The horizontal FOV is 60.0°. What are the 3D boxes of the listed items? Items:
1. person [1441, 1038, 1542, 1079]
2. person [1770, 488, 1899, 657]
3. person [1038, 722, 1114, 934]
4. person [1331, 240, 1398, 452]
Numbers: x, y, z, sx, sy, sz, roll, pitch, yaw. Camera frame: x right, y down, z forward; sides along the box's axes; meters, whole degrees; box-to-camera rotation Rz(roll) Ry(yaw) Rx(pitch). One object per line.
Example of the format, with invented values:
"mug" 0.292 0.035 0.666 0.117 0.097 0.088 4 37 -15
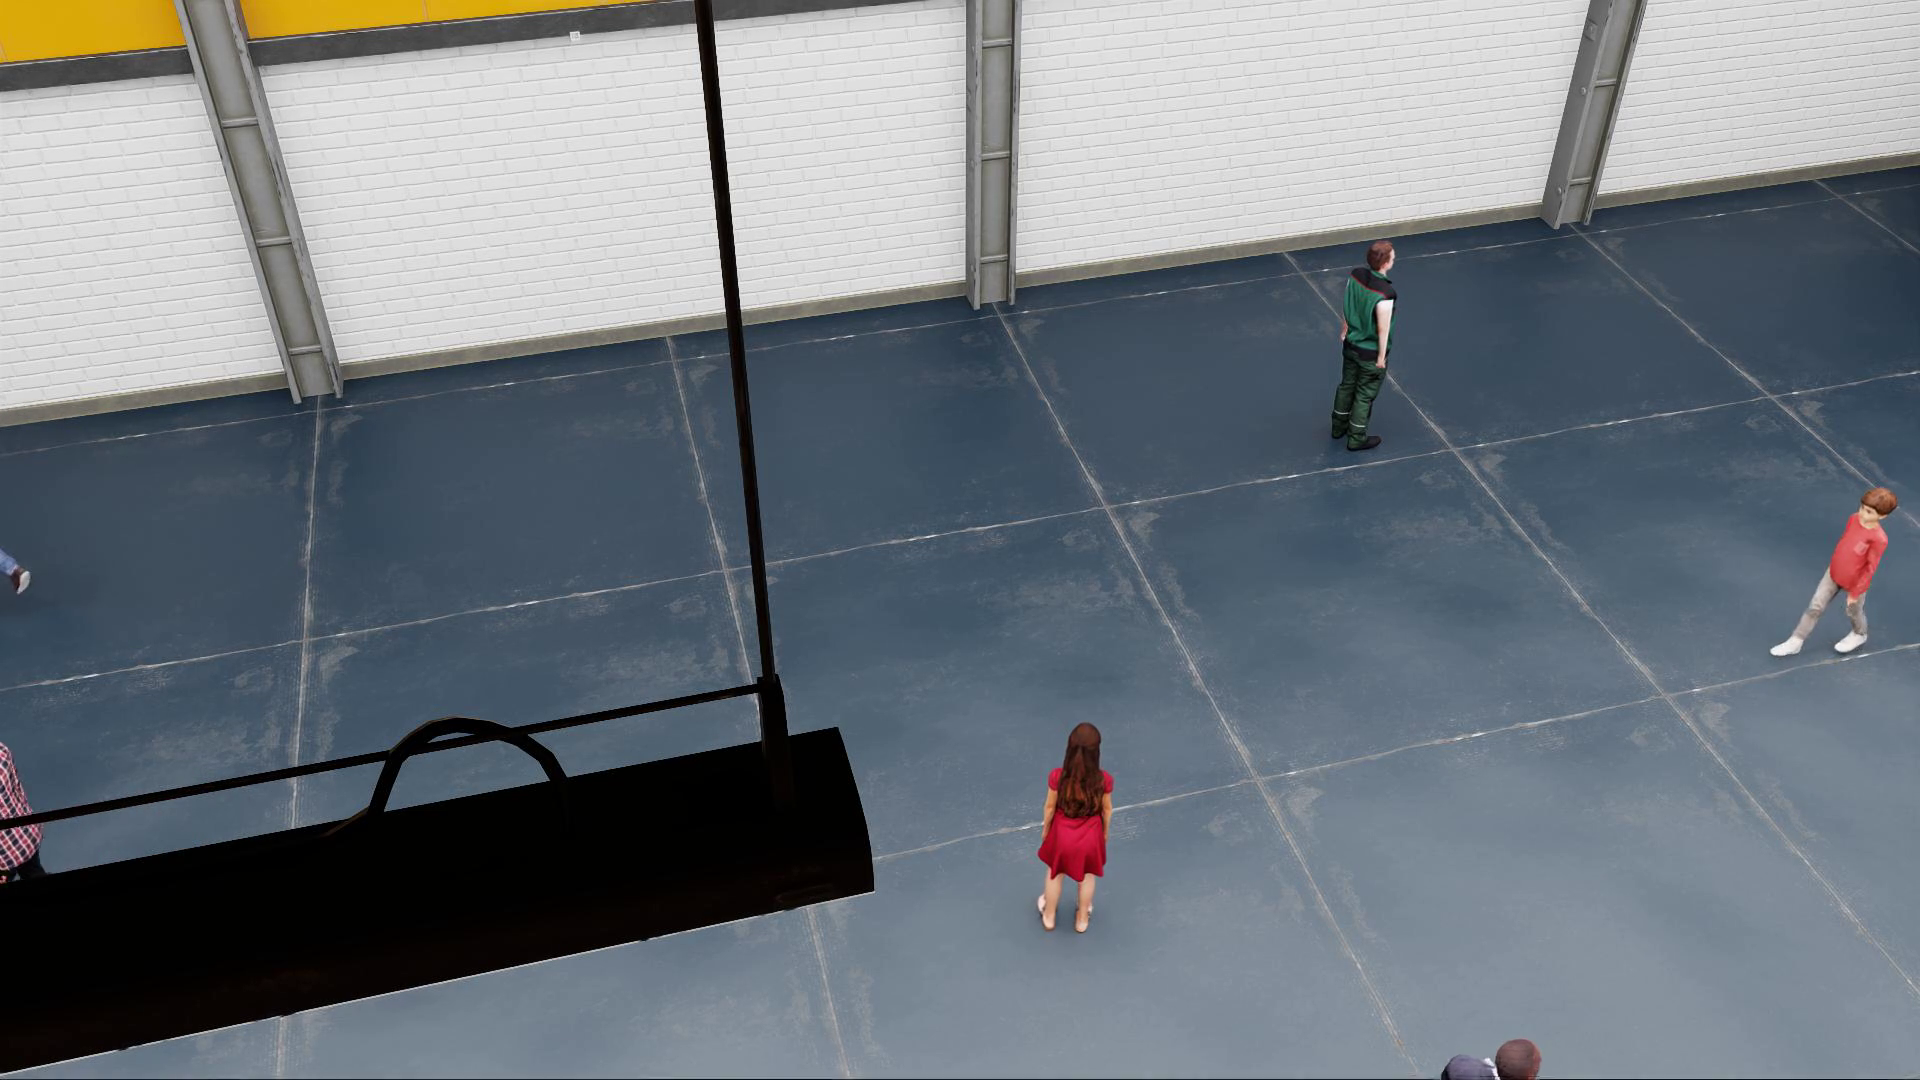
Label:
"person" 2.280 2.897 7.615 1.270 1.805 0.971 -25 45 -28
"person" 6.097 0.240 11.279 0.941 1.385 0.538 -11 40 -13
"person" 0.653 1.647 9.385 0.614 1.549 0.686 0 39 0
"person" 3.218 -1.553 13.157 0.673 1.842 0.704 -20 43 -23
